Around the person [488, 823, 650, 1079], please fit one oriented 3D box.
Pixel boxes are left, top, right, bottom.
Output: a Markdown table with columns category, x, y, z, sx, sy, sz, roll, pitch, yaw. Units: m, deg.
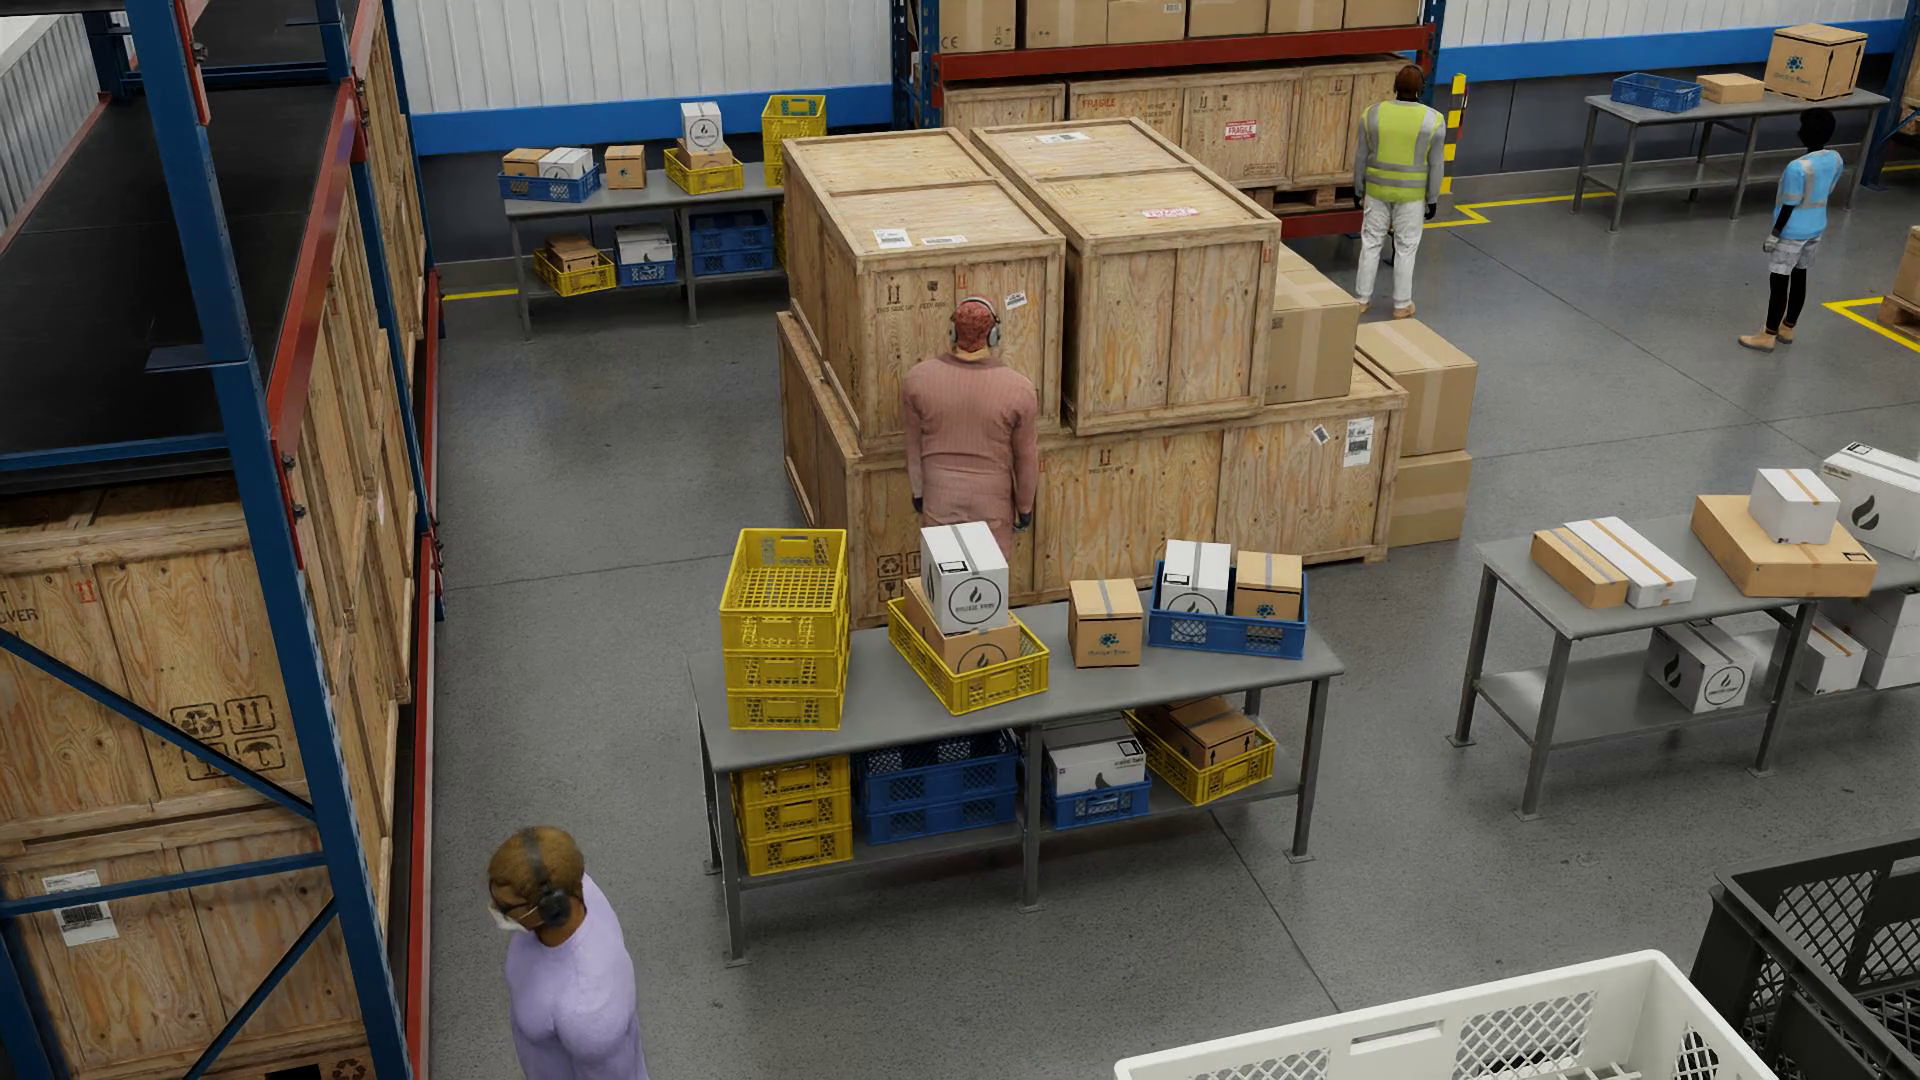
| category | x | y | z | sx | sy | sz | roll | pitch | yaw |
| --- | --- | --- | --- | --- | --- | --- | --- | --- | --- |
| person | -1.031 | 1.557 | 4.549 | 0.372 | 1.939 | 0.631 | -11 | 31 | -20 |

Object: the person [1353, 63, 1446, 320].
| category | x | y | z | sx | sy | sz | roll | pitch | yaw |
| --- | --- | --- | --- | --- | --- | --- | --- | --- | --- |
| person | 3.152 | -2.505 | 12.017 | 0.634 | 1.842 | 0.429 | 13 | 31 | 22 |

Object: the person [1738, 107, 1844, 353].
| category | x | y | z | sx | sy | sz | roll | pitch | yaw |
| --- | --- | --- | --- | --- | --- | --- | --- | --- | --- |
| person | 5.775 | -2.136 | 11.501 | 0.532 | 1.693 | 0.319 | -18 | 34 | -30 |

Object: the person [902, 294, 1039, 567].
| category | x | y | z | sx | sy | sz | roll | pitch | yaw |
| --- | --- | --- | --- | --- | --- | --- | --- | --- | --- |
| person | 0.060 | -0.239 | 7.855 | 0.636 | 1.899 | 0.399 | 6 | 29 | 11 |
